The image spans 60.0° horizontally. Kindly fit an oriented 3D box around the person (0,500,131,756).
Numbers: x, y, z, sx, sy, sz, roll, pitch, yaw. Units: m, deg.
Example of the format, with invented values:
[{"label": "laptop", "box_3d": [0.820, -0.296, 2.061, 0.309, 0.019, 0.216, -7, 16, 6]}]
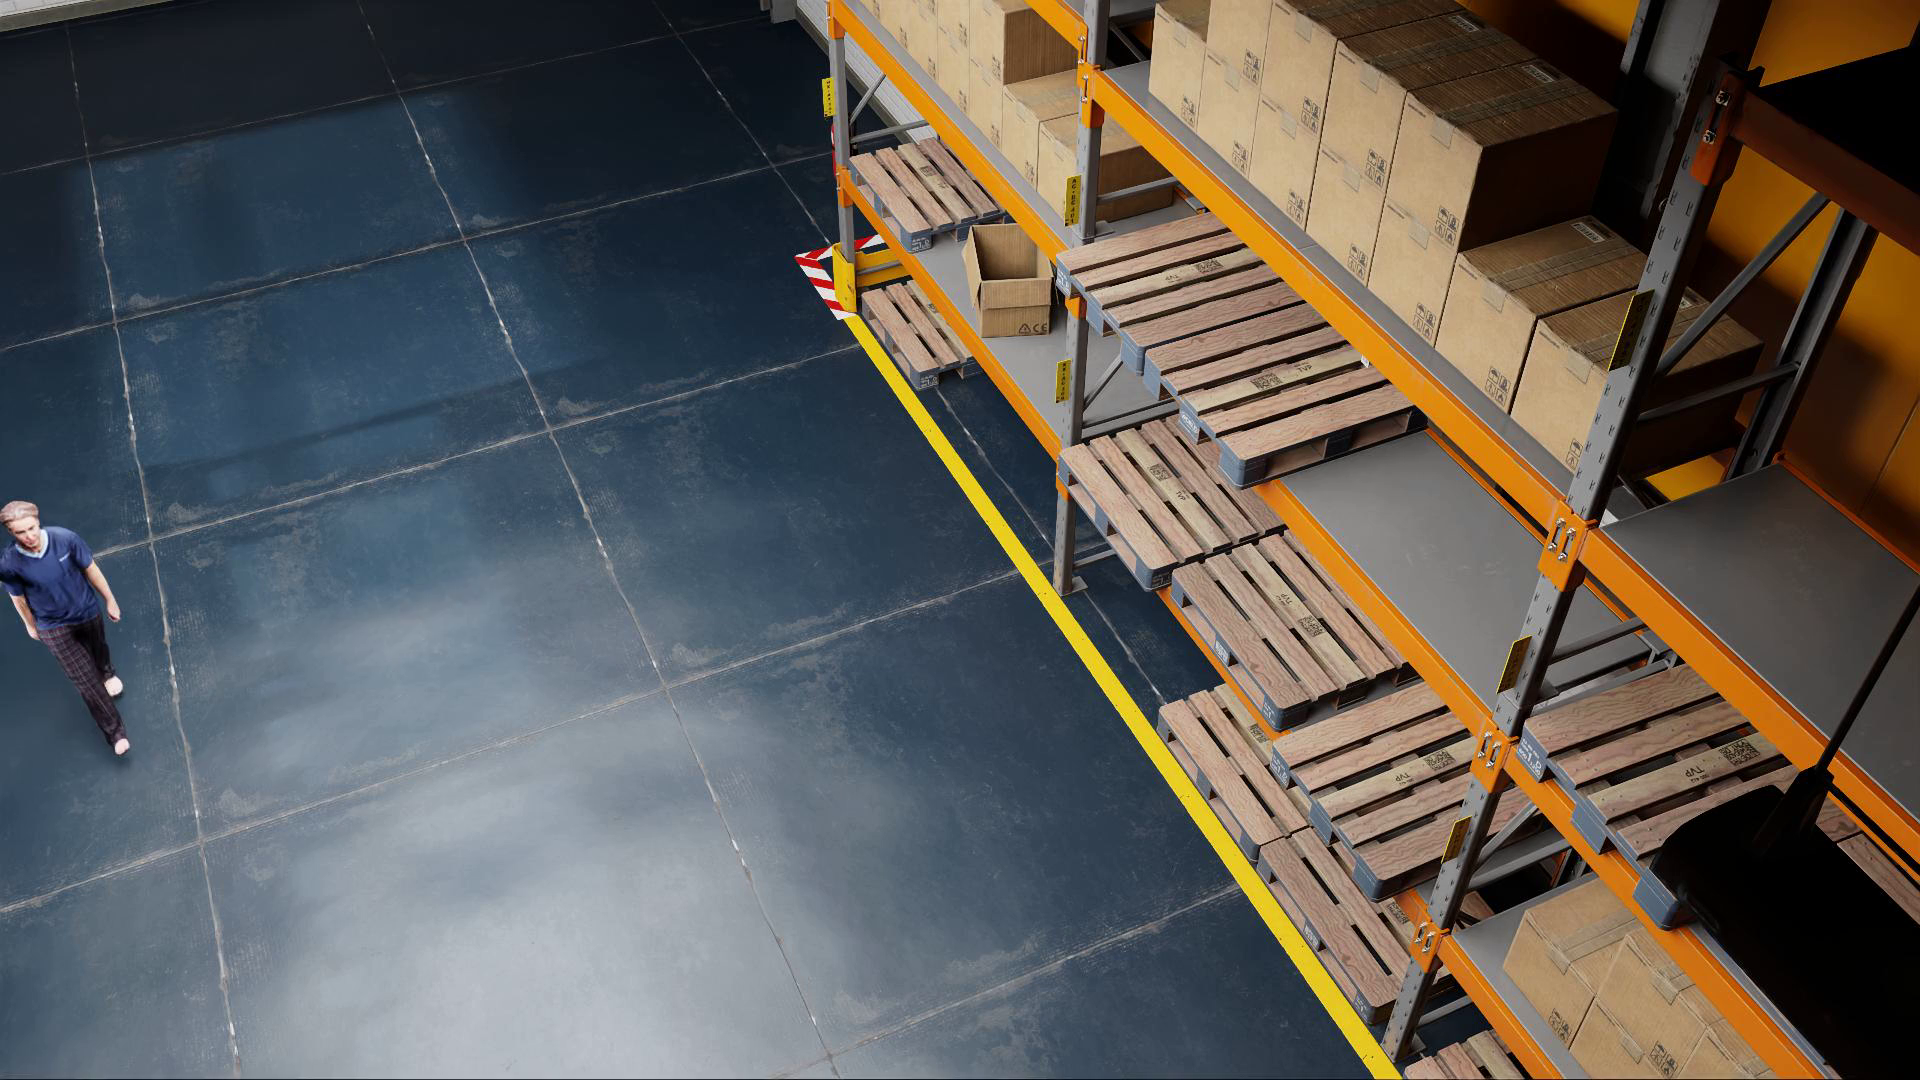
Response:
[{"label": "person", "box_3d": [-5.665, 0.431, 10.519, 0.935, 1.824, 1.254, -32, 52, -29]}]
